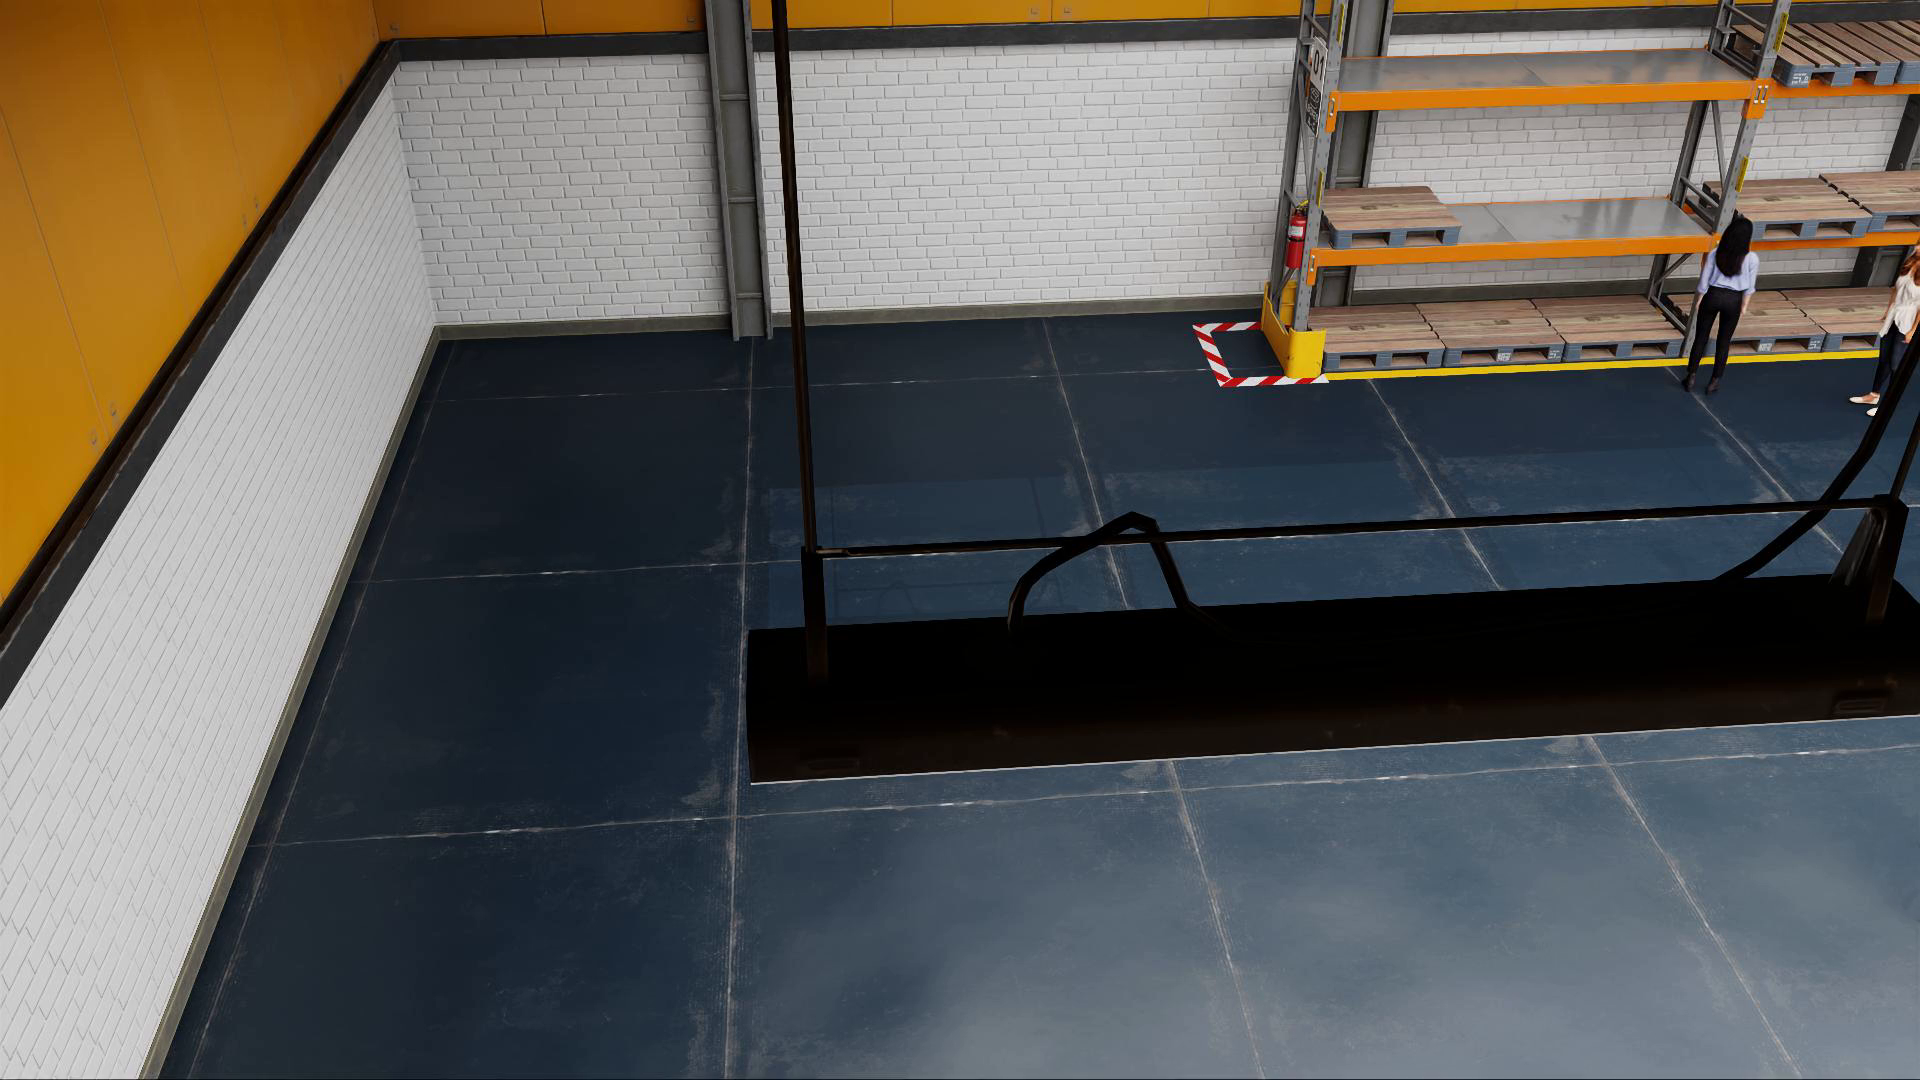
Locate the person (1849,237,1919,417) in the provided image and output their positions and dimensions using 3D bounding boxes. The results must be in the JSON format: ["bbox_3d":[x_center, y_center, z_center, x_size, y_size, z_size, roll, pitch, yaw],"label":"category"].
[{"bbox_3d":[8.624,-1.973,15.191,0.505,1.785,0.577,-3,34,-5],"label":"person"}]

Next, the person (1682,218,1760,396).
[{"bbox_3d":[7.111,-2.188,15.552,0.667,1.743,0.791,15,36,21],"label":"person"}]
